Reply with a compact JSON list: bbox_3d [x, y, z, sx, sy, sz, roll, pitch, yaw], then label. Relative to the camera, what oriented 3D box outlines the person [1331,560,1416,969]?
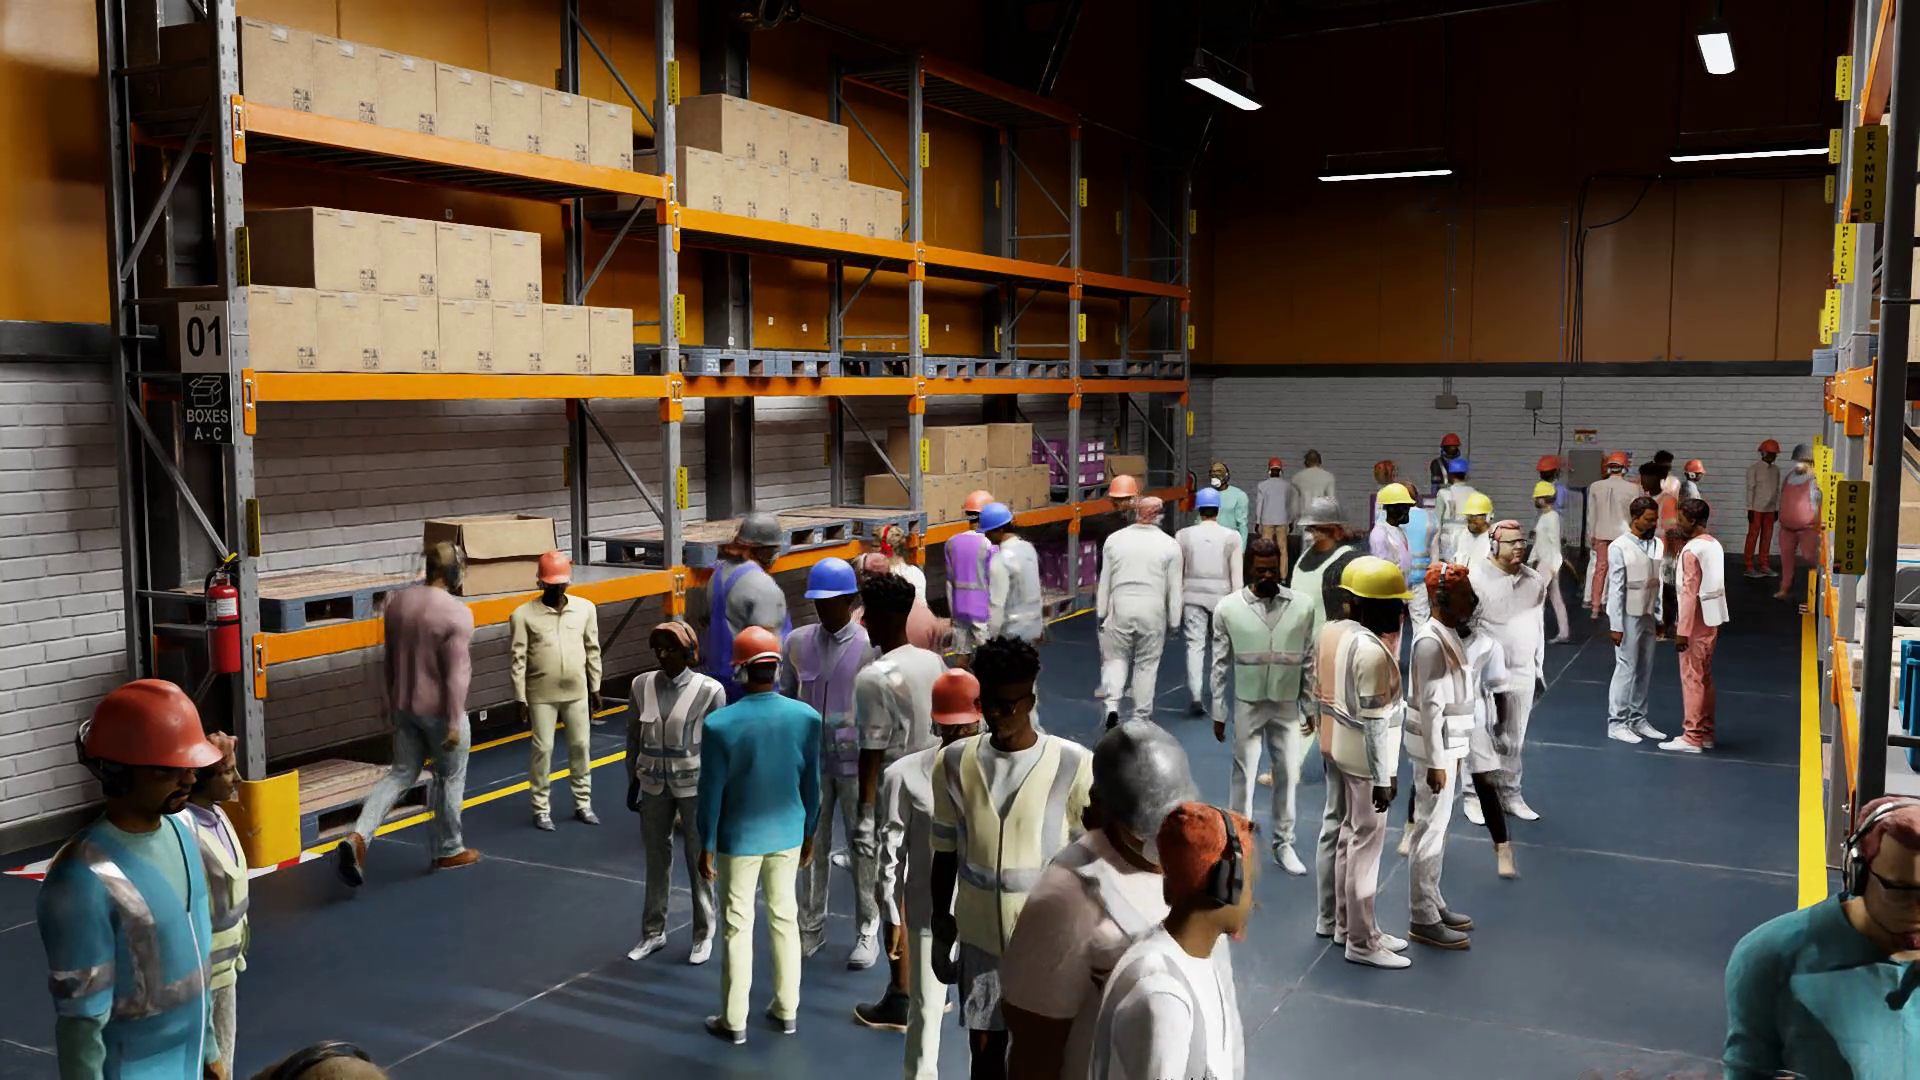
[{"bbox_3d":[1.968,1.053,7.949,0.369,1.927,0.587,0,5,3],"label":"person"}]

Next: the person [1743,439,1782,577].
[{"bbox_3d":[11.519,-0.450,23.820,0.615,1.986,0.410,-2,6,-23],"label":"person"}]

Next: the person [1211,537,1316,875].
[{"bbox_3d":[1.710,0.933,9.377,0.597,1.911,0.401,-1,5,-6],"label":"person"}]

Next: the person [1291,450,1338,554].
[{"bbox_3d":[4.842,-0.287,22.745,0.684,1.875,1.033,2,6,25],"label":"person"}]

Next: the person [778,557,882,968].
[{"bbox_3d":[-0.586,1.047,7.898,0.617,1.946,0.393,2,6,18],"label":"person"}]

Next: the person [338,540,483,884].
[{"bbox_3d":[-3.001,0.959,9.138,0.683,1.902,0.866,3,6,27],"label":"person"}]

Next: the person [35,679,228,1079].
[{"bbox_3d":[-2.044,1.353,4.212,0.420,2.031,0.605,0,5,0],"label":"person"}]

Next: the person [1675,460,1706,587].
[{"bbox_3d":[9.846,-0.206,22.420,0.342,1.751,0.563,1,5,14],"label":"person"}]

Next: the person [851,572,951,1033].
[{"bbox_3d":[-0.265,1.115,7.208,0.419,1.950,0.611,3,6,30],"label":"person"}]

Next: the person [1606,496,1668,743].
[{"bbox_3d":[5.214,0.610,12.855,0.598,1.907,0.408,-4,6,-35],"label":"person"}]

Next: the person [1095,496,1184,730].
[{"bbox_3d":[1.419,0.597,13.132,0.699,1.879,0.495,2,6,23],"label":"person"}]

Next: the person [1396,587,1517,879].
[{"bbox_3d":[2.864,1.055,9.455,0.713,1.655,0.479,3,6,28],"label":"person"}]

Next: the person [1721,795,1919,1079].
[{"bbox_3d":[1.942,1.480,3.513,0.639,1.901,0.409,1,5,11],"label":"person"}]

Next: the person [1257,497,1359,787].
[{"bbox_3d":[2.512,0.659,11.582,0.993,2.000,0.692,-2,6,-16],"label":"person"}]

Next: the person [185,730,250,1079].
[{"bbox_3d":[-2.481,1.435,5.440,0.313,1.632,0.522,-1,5,-9],"label":"person"}]

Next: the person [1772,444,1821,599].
[{"bbox_3d":[10.844,-0.246,21.324,0.779,2.000,0.682,-3,6,-25],"label":"person"}]

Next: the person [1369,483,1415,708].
[{"bbox_3d":[3.641,0.486,14.031,0.355,1.930,0.587,3,6,32],"label":"person"}]

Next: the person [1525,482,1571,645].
[{"bbox_3d":[6.115,0.253,17.592,0.764,1.734,0.545,1,5,13],"label":"person"}]

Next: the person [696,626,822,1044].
[{"bbox_3d":[-0.860,1.232,7.033,0.568,1.740,0.352,-4,6,-35],"label":"person"}]

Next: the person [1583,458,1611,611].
[{"bbox_3d":[7.849,-0.065,20.278,0.358,1.877,0.583,-1,5,-12],"label":"person"}]

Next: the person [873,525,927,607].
[{"bbox_3d":[-0.398,0.818,10.974,0.397,1.836,0.562,3,6,27],"label":"person"}]

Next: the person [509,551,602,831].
[{"bbox_3d":[-2.493,0.929,10.306,0.573,1.737,0.354,-3,6,-32],"label":"person"}]

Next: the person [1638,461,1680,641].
[{"bbox_3d":[7.516,0.120,17.892,0.490,1.942,0.651,-1,5,-8],"label":"person"}]

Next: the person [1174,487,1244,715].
[{"bbox_3d":[2.077,0.505,14.023,0.616,1.912,0.956,1,5,9],"label":"person"}]

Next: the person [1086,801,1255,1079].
[{"bbox_3d":[0.489,1.500,3.594,0.584,1.849,0.651,2,6,22],"label":"person"}]

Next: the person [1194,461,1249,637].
[{"bbox_3d":[2.842,0.109,18.126,0.627,1.933,0.370,3,6,31],"label":"person"}]

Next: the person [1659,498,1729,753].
[{"bbox_3d":[5.549,0.641,12.505,0.405,1.909,0.597,4,7,40],"label":"person"}]

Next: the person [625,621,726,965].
[{"bbox_3d":[-1.355,1.196,7.937,0.512,1.642,0.312,1,5,15],"label":"person"}]

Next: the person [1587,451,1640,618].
[{"bbox_3d":[7.683,-0.048,19.516,0.410,1.986,0.619,-5,7,-45],"label":"person"}]

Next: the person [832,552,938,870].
[{"bbox_3d":[-0.381,0.991,9.085,0.665,1.851,0.975,-4,6,-35],"label":"person"}]

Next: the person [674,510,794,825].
[{"bbox_3d":[-1.344,0.796,10.111,0.746,2.000,0.728,-4,7,-38],"label":"person"}]

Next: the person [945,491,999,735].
[{"bbox_3d":[0.143,0.577,13.105,0.549,1.925,0.389,4,7,38],"label":"person"}]

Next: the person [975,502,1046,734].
[{"bbox_3d":[0.379,0.671,12.191,0.489,1.901,0.685,3,6,25],"label":"person"}]

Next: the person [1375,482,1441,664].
[{"bbox_3d":[4.212,0.373,15.746,0.625,1.839,0.430,0,5,-1],"label":"person"}]

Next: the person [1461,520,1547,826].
[{"bbox_3d":[3.420,0.827,10.474,0.641,1.913,0.407,-2,6,-19],"label":"person"}]

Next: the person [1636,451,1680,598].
[{"bbox_3d":[9.035,-0.197,21.544,0.644,1.912,0.838,0,5,-4],"label":"person"}]

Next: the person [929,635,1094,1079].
[{"bbox_3d":[0.177,1.275,5.431,0.607,1.960,0.369,2,6,21],"label":"person"}]

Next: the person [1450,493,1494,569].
[{"bbox_3d":[4.504,0.501,14.469,0.404,1.823,0.593,-4,7,-40],"label":"person"}]

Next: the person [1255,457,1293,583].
[{"bbox_3d":[4.370,-0.273,23.134,0.573,1.749,0.333,0,5,-5],"label":"person"}]

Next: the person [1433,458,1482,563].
[{"bbox_3d":[5.890,-0.014,19.589,0.601,1.911,0.971,-2,6,-18],"label":"person"}]

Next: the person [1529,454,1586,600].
[{"bbox_3d":[7.601,-0.156,21.212,0.969,1.895,0.574,0,5,5],"label":"person"}]

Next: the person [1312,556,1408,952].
[{"bbox_3d":[1.952,1.036,8.134,0.369,1.927,0.589,-2,6,-22],"label":"person"}]

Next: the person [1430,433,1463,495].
[{"bbox_3d":[7.260,-0.561,24.680,0.608,2.048,0.368,-3,6,-27],"label":"person"}]

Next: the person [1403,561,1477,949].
[{"bbox_3d":[2.389,1.047,8.252,0.356,1.883,0.572,2,6,22],"label":"person"}]

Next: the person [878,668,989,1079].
[{"bbox_3d":[-0.006,1.324,5.957,0.573,1.750,0.330,-1,5,-9],"label":"person"}]

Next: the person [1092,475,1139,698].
[{"bbox_3d":[1.428,0.420,14.511,0.640,1.968,0.657,3,6,31],"label":"person"}]

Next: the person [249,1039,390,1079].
[{"bbox_3d":[-0.832,1.587,2.174,0.370,1.933,0.627,3,6,29],"label":"person"}]
